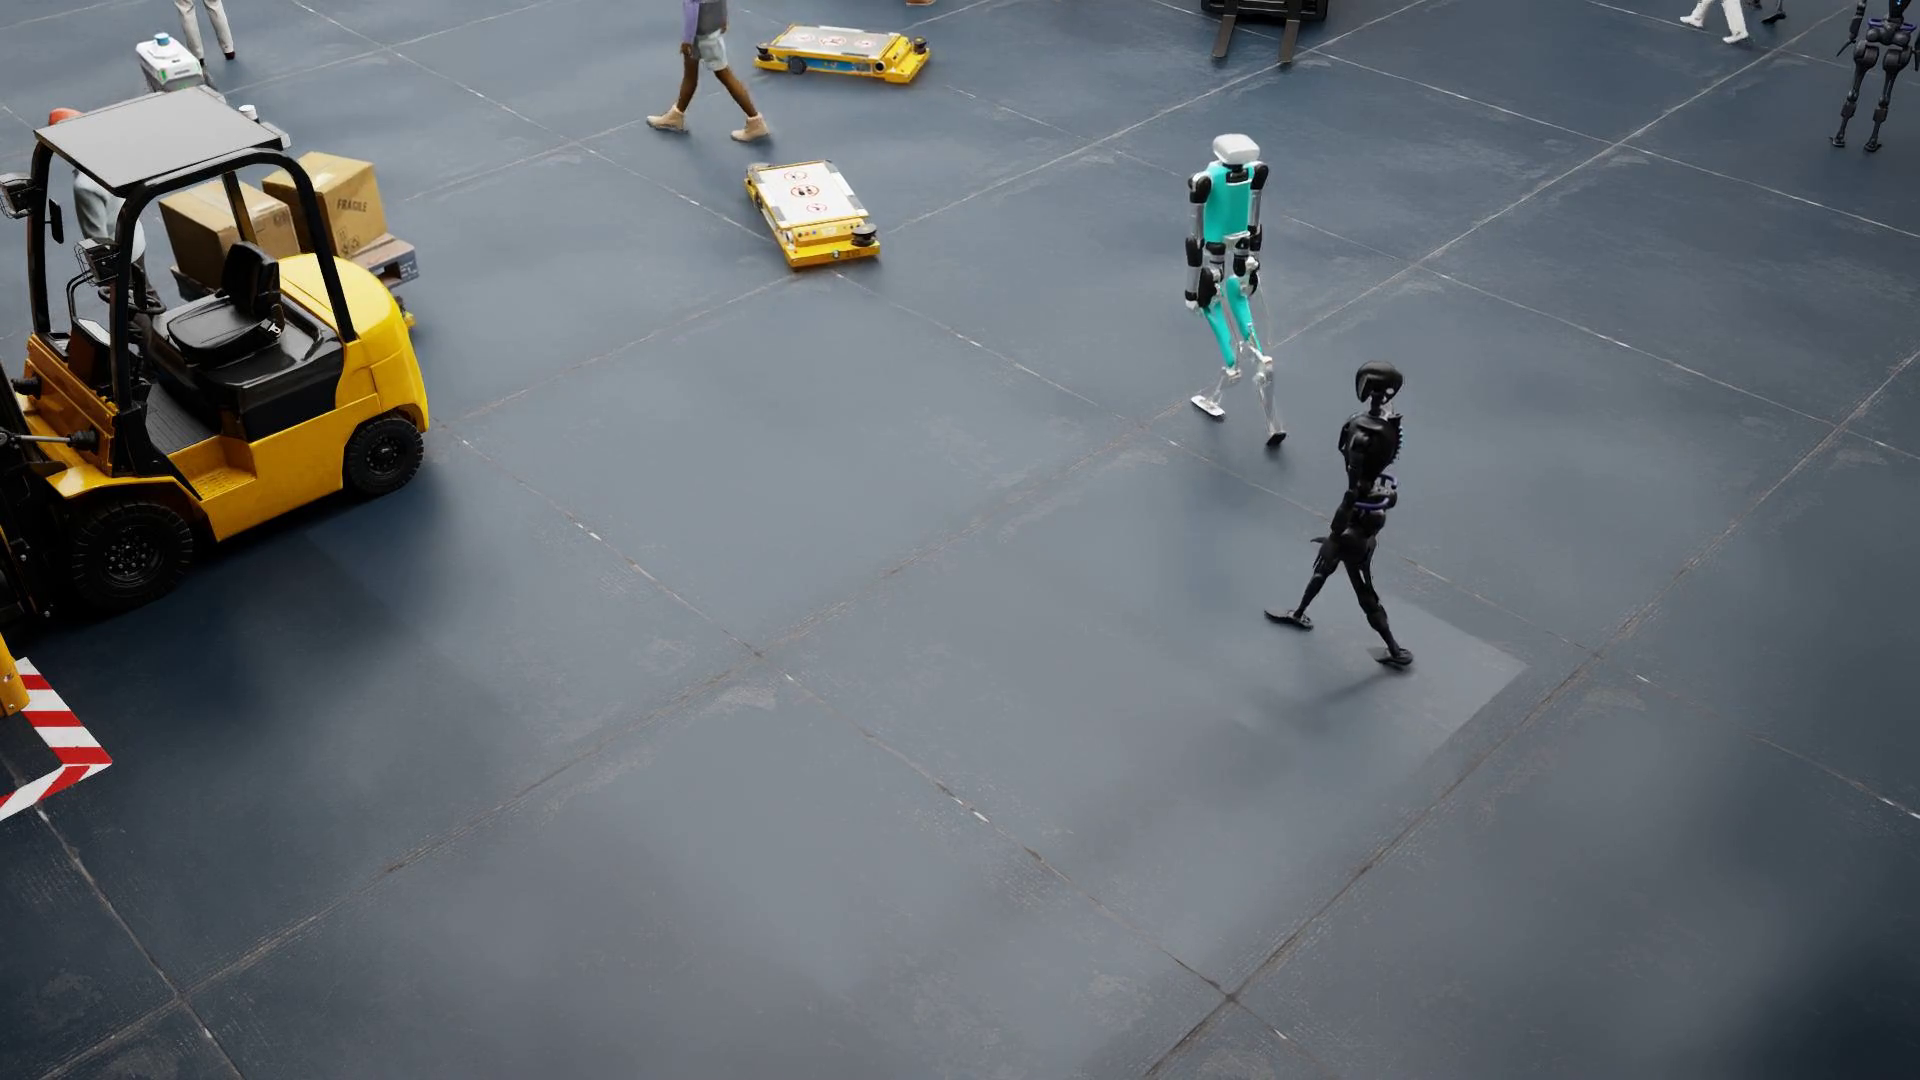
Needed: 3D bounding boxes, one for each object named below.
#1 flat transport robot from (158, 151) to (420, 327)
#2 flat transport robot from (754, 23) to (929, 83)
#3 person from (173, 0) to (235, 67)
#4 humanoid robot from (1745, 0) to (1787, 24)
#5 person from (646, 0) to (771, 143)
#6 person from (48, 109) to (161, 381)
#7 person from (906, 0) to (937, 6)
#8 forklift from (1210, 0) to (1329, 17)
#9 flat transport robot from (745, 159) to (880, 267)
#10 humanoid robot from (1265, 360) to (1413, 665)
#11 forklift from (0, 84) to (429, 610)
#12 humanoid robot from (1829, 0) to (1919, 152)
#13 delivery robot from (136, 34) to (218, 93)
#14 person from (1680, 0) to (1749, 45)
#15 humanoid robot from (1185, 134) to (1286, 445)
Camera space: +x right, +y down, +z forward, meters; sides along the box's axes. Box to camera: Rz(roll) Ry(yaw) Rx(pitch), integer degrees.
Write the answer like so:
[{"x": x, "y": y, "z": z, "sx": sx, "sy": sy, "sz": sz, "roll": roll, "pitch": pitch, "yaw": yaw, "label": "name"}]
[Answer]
[{"x": -4.378, "y": -1.610, "z": 11.151, "sx": 1.431, "sy": 0.231, "sz": 0.659, "roll": 27, "pitch": 44, "yaw": 31, "label": "flat transport robot"}, {"x": -1.047, "y": -4.332, "z": 14.795, "sx": 1.431, "sy": 0.231, "sz": 0.659, "roll": 9, "pitch": 38, "yaw": 12, "label": "flat transport robot"}, {"x": -6.739, "y": -5.027, "z": 14.463, "sx": 0.534, "sy": 1.784, "sz": 0.383, "roll": -23, "pitch": 42, "yaw": -27, "label": "person"}, {"x": 7.687, "y": -5.667, "z": 15.460, "sx": 0.589, "sy": 1.618, "sz": 0.752, "roll": -7, "pitch": 37, "yaw": -9, "label": "humanoid robot"}, {"x": -2.026, "y": -4.079, "z": 13.034, "sx": 1.064, "sy": 1.981, "sz": 0.612, "roll": 4, "pitch": 37, "yaw": 5, "label": "person"}, {"x": -5.186, "y": -1.799, "z": 10.174, "sx": 0.352, "sy": 1.742, "sz": 0.572, "roll": -4, "pitch": 37, "yaw": -5, "label": "person"}, {"x": -0.423, "y": -6.050, "z": 15.713, "sx": 0.362, "sy": 1.931, "sz": 0.626, "roll": -13, "pitch": 39, "yaw": -17, "label": "person"}, {"x": 3.106, "y": -6.400, "z": 15.960, "sx": 1.214, "sy": 2.155, "sz": 2.313, "roll": 8, "pitch": 37, "yaw": 10, "label": "forklift"}, {"x": -1.108, "y": -2.439, "z": 12.262, "sx": 0.659, "sy": 0.231, "sz": 1.431, "roll": -12, "pitch": 38, "yaw": -15, "label": "flat transport robot"}, {"x": 1.925, "y": -0.118, "z": 8.030, "sx": 0.793, "sy": 1.631, "sz": 0.599, "roll": 17, "pitch": 40, "yaw": 21, "label": "humanoid robot"}, {"x": -4.145, "y": -1.093, "z": 8.856, "sx": 2.313, "sy": 2.155, "sz": 1.214, "roll": -31, "pitch": 47, "yaw": -34, "label": "forklift"}, {"x": 7.237, "y": -3.896, "z": 13.023, "sx": 0.599, "sy": 1.657, "sz": 0.315, "roll": 17, "pitch": 40, "yaw": 22, "label": "humanoid robot"}, {"x": -6.665, "y": -3.964, "z": 14.079, "sx": 0.499, "sy": 0.612, "sz": 0.810, "roll": -25, "pitch": 43, "yaw": -30, "label": "delivery robot"}, {"x": 7.012, "y": -5.328, "z": 15.010, "sx": 0.493, "sy": 1.597, "sz": 0.796, "roll": -21, "pitch": 42, "yaw": -26, "label": "person"}, {"x": 1.683, "y": -1.359, "z": 9.636, "sx": 0.555, "sy": 1.839, "sz": 0.883, "roll": -20, "pitch": 41, "yaw": -25, "label": "humanoid robot"}]
